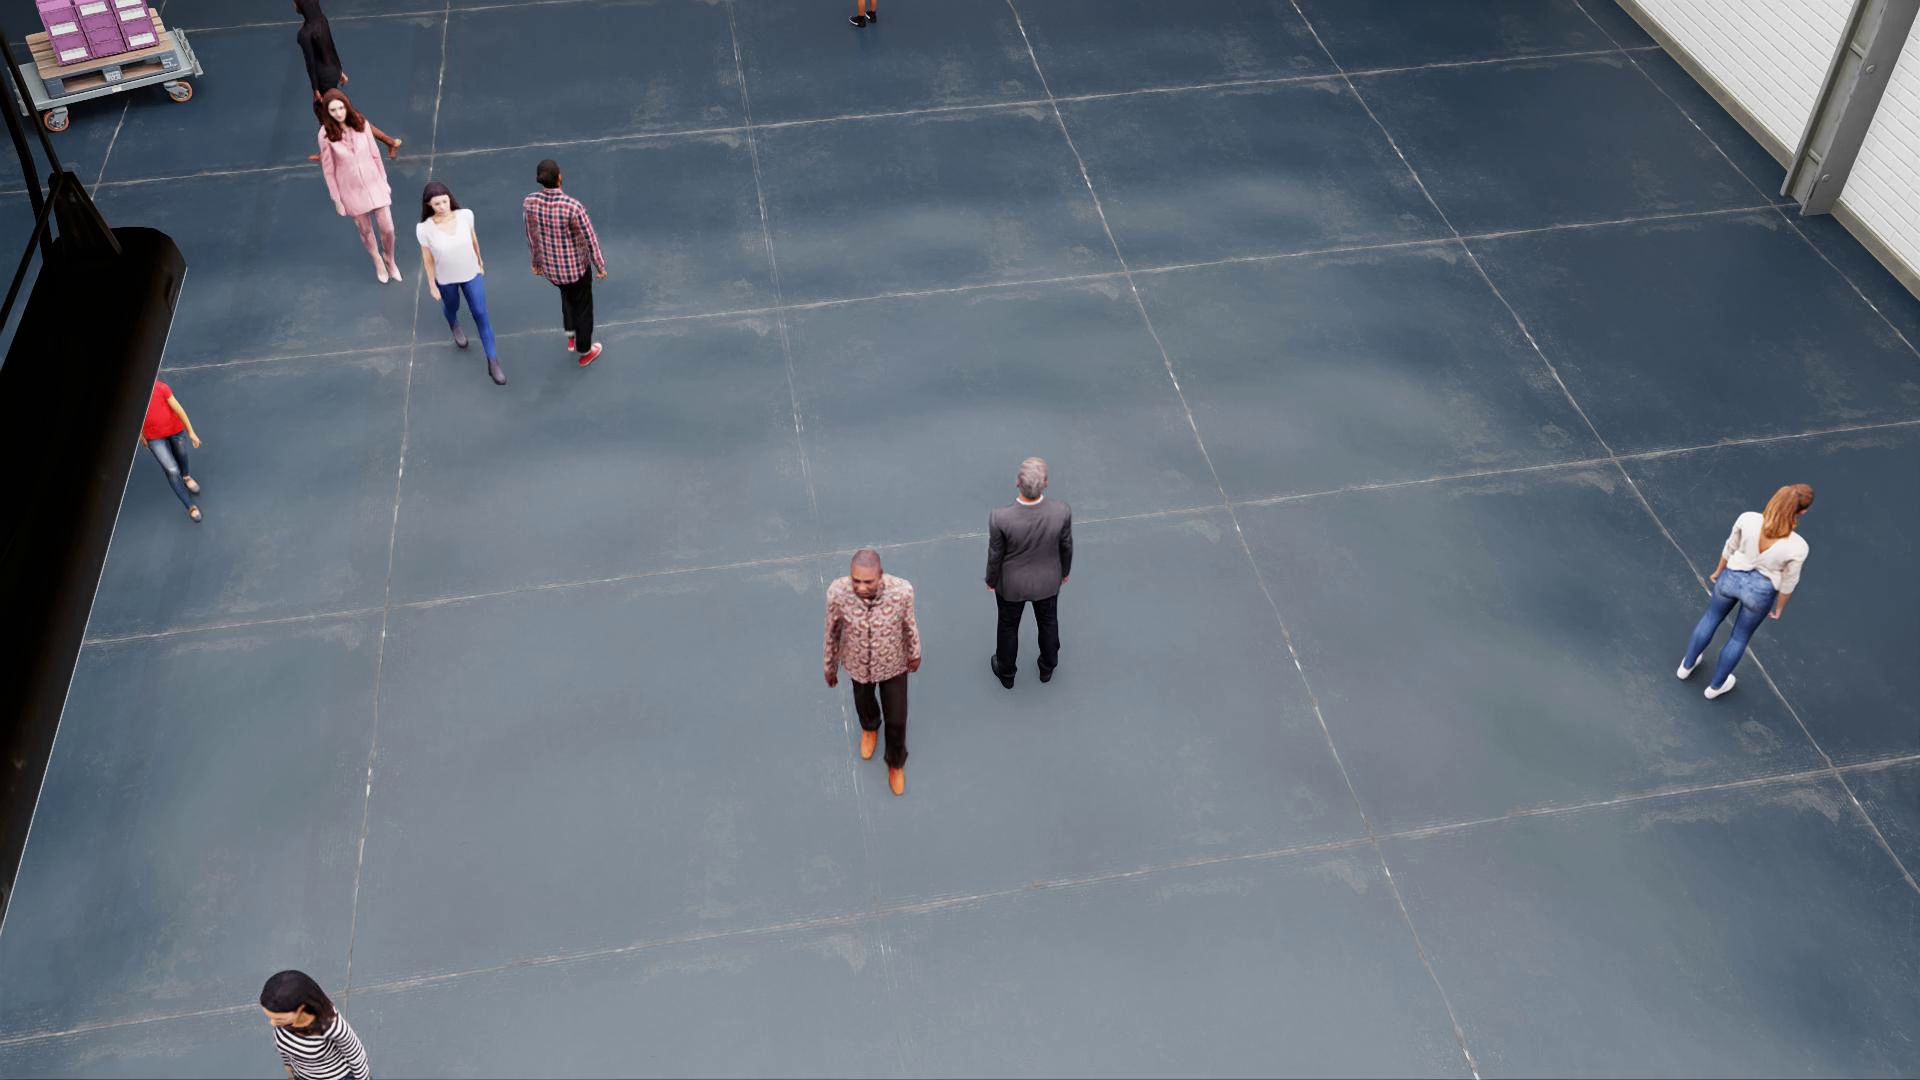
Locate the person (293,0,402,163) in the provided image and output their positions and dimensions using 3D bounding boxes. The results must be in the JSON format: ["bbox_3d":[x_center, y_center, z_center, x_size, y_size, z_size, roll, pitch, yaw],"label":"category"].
[{"bbox_3d":[-5.573,-4.104,14.896,0.808,1.692,1.132,0,44,0],"label":"person"}]

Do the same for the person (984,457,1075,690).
[{"bbox_3d":[0.421,0.209,10.261,0.699,1.842,0.577,-8,44,-8],"label":"person"}]

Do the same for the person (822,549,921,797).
[{"bbox_3d":[-0.494,0.633,9.857,0.827,1.784,0.923,2,44,2],"label":"person"}]

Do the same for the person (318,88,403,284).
[{"bbox_3d":[-4.904,-2.902,13.567,0.733,1.785,0.746,-22,48,-21],"label":"person"}]

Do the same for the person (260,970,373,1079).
[{"bbox_3d":[-2.956,2.532,7.856,0.660,1.796,0.655,13,45,13],"label":"person"}]

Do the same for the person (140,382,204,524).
[{"bbox_3d":[-5.621,-0.790,11.718,0.735,1.278,0.935,-28,50,-26],"label":"person"}]

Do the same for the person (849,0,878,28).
[{"bbox_3d":[-0.999,-5.917,17.115,0.566,1.257,0.595,-29,51,-27],"label":"person"}]

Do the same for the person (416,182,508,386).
[{"bbox_3d":[-3.893,-2.033,12.762,0.879,1.638,1.211,-22,48,-22],"label":"person"}]

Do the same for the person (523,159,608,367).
[{"bbox_3d":[-3.048,-2.071,12.721,0.832,1.750,0.811,12,45,12],"label":"person"}]

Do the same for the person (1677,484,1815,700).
[{"bbox_3d":[4.840,0.311,10.238,0.765,1.725,0.661,-34,53,-31],"label":"person"}]
